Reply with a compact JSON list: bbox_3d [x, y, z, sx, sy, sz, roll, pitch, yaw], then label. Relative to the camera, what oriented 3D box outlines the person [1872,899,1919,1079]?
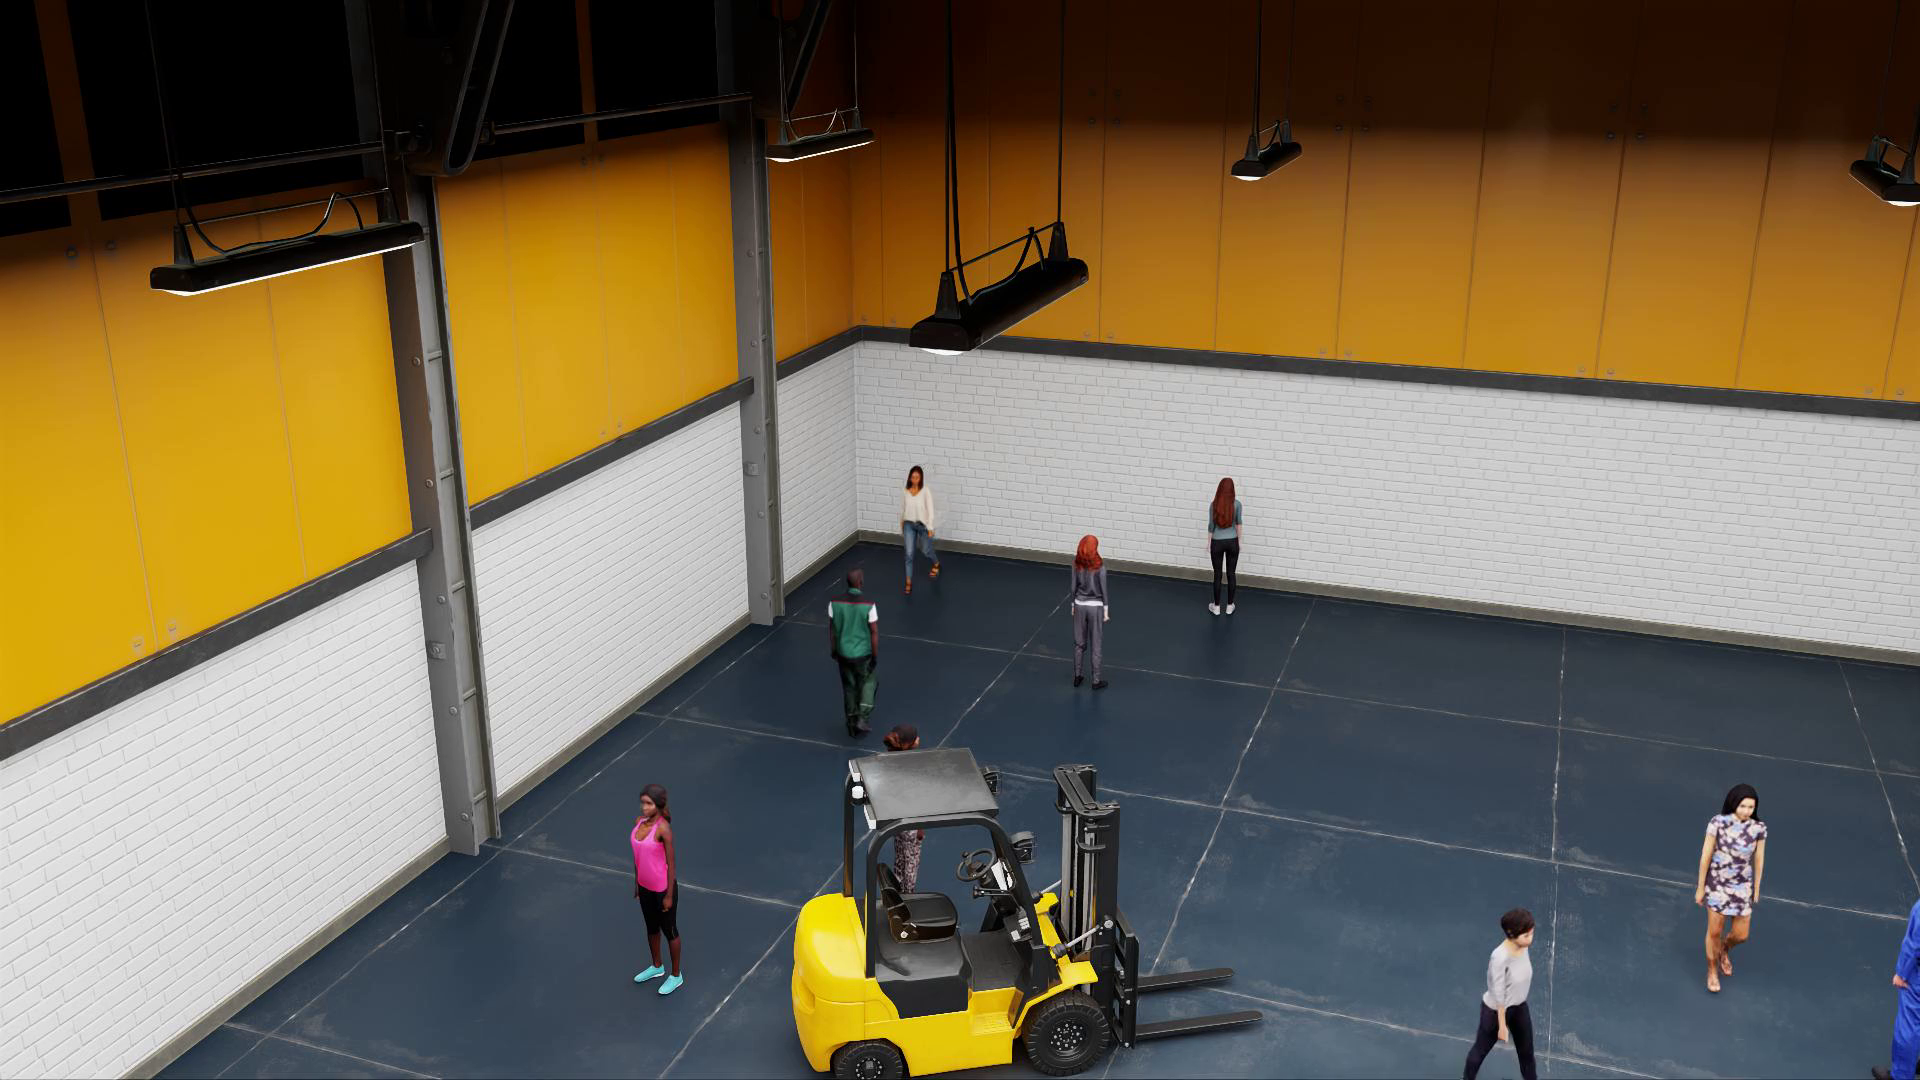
[{"bbox_3d":[6.796,3.008,11.622,0.778,1.825,0.810,-7,20,-19],"label":"person"}]

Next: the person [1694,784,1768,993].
[{"bbox_3d":[5.934,2.641,12.864,0.644,1.729,0.667,5,19,14],"label":"person"}]

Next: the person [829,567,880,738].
[{"bbox_3d":[-1.104,1.191,17.014,0.738,1.827,0.752,3,19,9],"label":"person"}]

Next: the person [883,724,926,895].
[{"bbox_3d":[-0.444,2.313,13.859,0.740,1.714,0.678,-8,20,-23],"label":"person"}]

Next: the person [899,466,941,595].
[{"bbox_3d":[-0.495,-0.173,21.355,0.674,1.643,1.051,8,20,24],"label":"person"}]

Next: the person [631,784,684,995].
[{"bbox_3d":[-2.328,2.662,12.815,0.619,1.720,0.635,14,23,37],"label":"person"}]

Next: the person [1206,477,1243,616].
[{"bbox_3d":[3.257,0.069,20.480,0.647,1.742,0.642,0,19,0],"label":"person"}]

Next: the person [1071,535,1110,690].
[{"bbox_3d":[1.419,0.784,18.299,0.609,1.779,0.542,10,21,27],"label":"person"}]

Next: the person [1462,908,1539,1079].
[{"bbox_3d":[3.694,3.206,11.502,0.950,1.526,0.915,-15,24,-37],"label":"person"}]
